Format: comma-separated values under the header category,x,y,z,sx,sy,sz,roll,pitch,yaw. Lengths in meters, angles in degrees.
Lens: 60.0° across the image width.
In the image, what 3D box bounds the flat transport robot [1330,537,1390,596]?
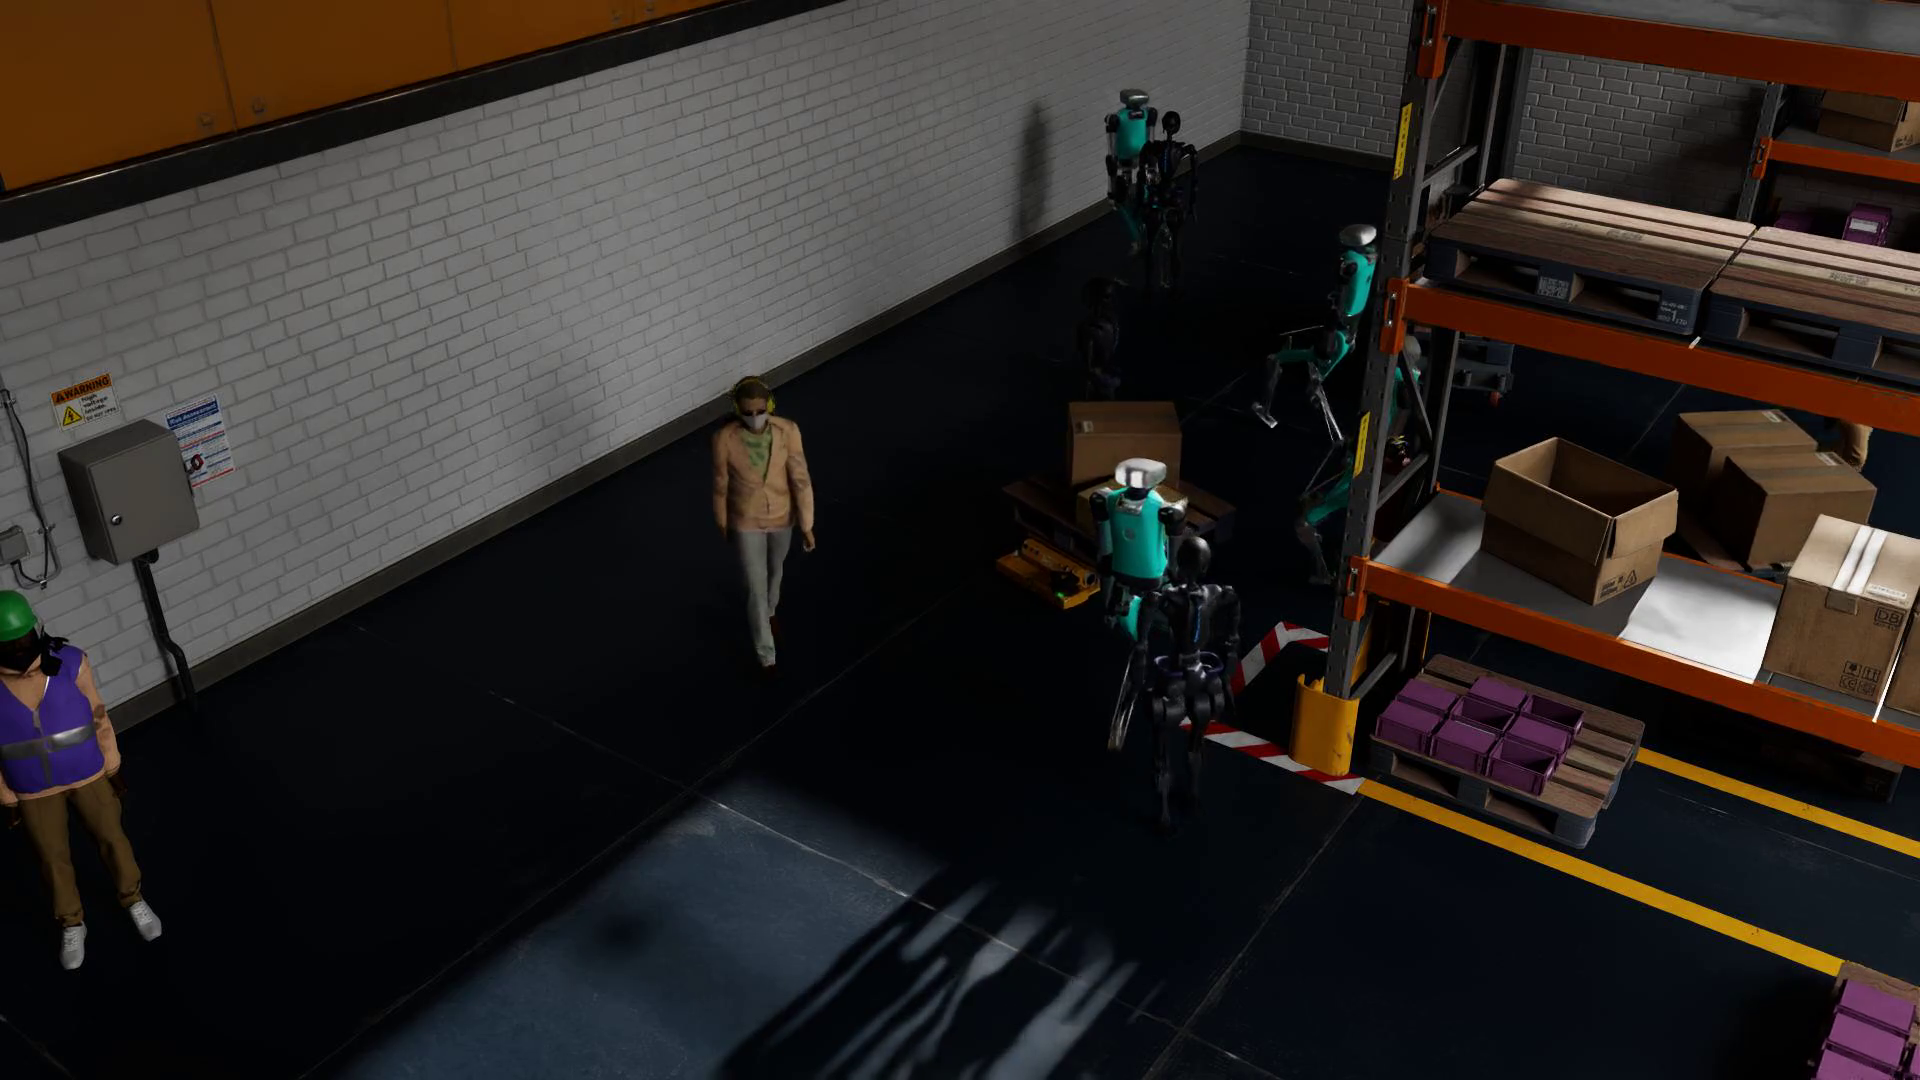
category,x,y,z,sx,sy,sz,roll,pitch,yaw
flat transport robot,3.155,0.227,10.647,1.431,0.231,0.659,12,32,20

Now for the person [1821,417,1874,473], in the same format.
category,x,y,z,sx,sy,sz,roll,pitch,yaw
person,6.065,-0.941,11.236,0.577,1.707,0.681,-18,35,-28

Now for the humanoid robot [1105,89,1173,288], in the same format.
category,x,y,z,sx,sy,sz,roll,pitch,yaw
humanoid robot,1.671,-3.084,14.959,0.530,1.801,0.800,-17,34,-26

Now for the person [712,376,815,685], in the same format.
category,x,y,z,sx,sy,sz,roll,pitch,yaw
person,-1.118,-0.083,9.632,0.549,1.819,0.981,-9,31,-16

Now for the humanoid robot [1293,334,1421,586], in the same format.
category,x,y,z,sx,sy,sz,roll,pitch,yaw
humanoid robot,2.365,-0.394,10.329,0.789,1.839,0.543,-3,30,-5

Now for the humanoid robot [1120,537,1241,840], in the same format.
category,x,y,z,sx,sy,sz,roll,pitch,yaw
humanoid robot,1.108,0.738,8.354,0.592,1.661,0.374,-6,30,-10

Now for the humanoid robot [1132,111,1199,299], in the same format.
category,x,y,z,sx,sy,sz,roll,pitch,yaw
humanoid robot,1.822,-2.983,14.791,0.599,1.657,0.315,9,31,15

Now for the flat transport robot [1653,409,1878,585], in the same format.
category,x,y,z,sx,sy,sz,roll,pitch,yaw
flat transport robot,5.023,0.140,10.796,1.431,0.231,0.659,-2,30,-4

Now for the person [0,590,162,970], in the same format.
category,x,y,z,sx,sy,sz,roll,pitch,yaw
person,-4.092,1.057,7.540,0.534,1.933,0.409,-18,34,-28

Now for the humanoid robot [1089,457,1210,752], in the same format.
category,x,y,z,sx,sy,sz,roll,pitch,yaw
humanoid robot,1.074,0.282,9.088,0.575,1.775,0.873,18,34,28

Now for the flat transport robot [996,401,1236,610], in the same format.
category,x,y,z,sx,sy,sz,roll,pitch,yaw
flat transport robot,0.984,0.020,11.005,1.431,0.231,0.659,-23,37,-34

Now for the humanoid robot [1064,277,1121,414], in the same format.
category,x,y,z,sx,sy,sz,roll,pitch,yaw
humanoid robot,0.949,-0.977,11.381,0.638,1.649,0.604,14,33,23

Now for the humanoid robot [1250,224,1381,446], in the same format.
category,x,y,z,sx,sy,sz,roll,pitch,yaw
humanoid robot,2.545,-1.524,12.270,1.009,1.782,0.530,21,36,31
